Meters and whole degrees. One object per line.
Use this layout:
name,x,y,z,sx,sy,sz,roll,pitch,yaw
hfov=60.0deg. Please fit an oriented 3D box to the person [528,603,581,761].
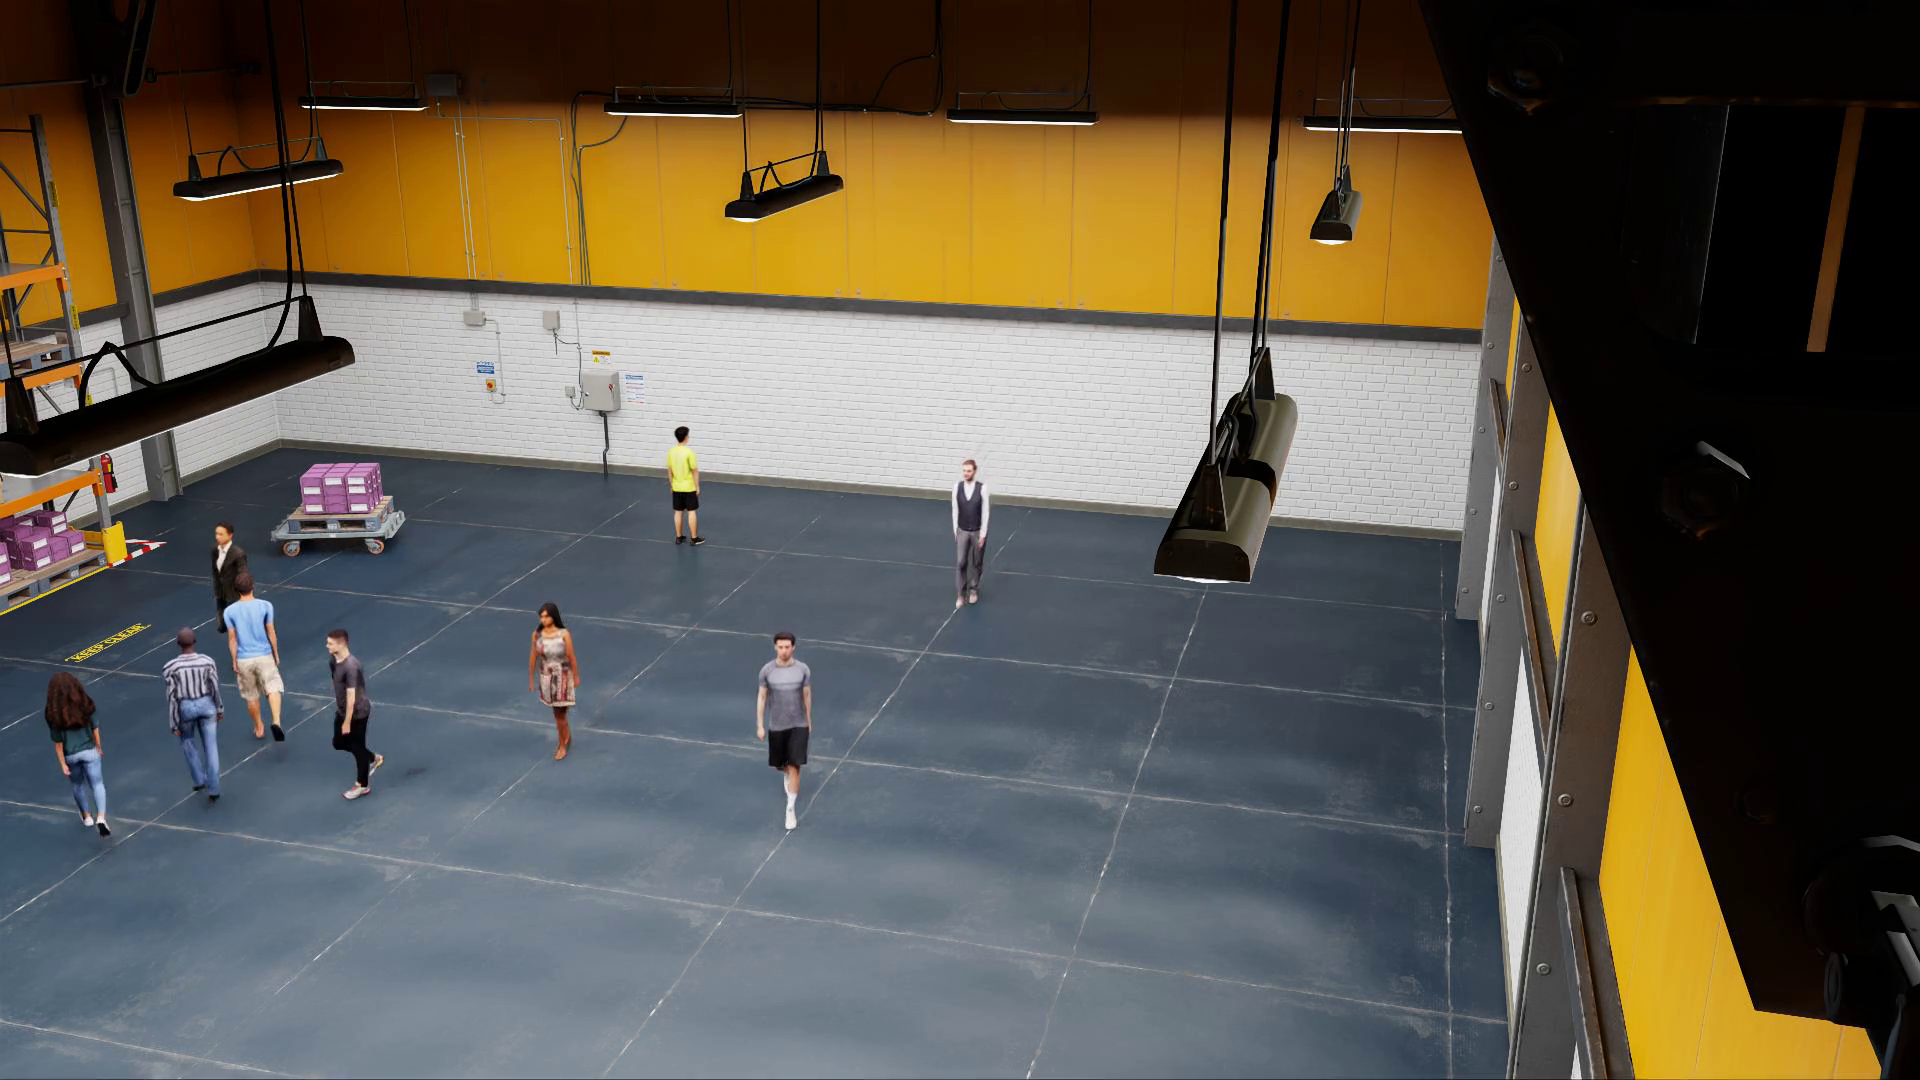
person,-4.140,1.388,17.187,0.695,1.629,0.807,3,19,9

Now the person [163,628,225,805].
person,-7.306,1.724,15.956,0.831,1.778,0.892,-11,22,-30

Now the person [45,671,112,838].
person,-8.132,2.007,15.405,1.007,1.594,1.049,-12,22,-31

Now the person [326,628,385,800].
person,-5.842,1.662,16.185,0.803,1.751,0.882,17,25,42

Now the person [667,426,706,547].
person,-3.891,-0.768,23.468,0.646,1.708,0.577,8,20,21

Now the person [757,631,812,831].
person,-1.640,1.732,15.843,0.900,1.836,1.233,0,19,-1

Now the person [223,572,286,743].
person,-7.300,1.256,17.242,0.985,1.846,1.076,-9,21,-25

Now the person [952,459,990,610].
person,0.177,-0.132,21.253,0.678,1.915,0.831,3,19,10

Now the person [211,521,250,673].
person,-8.338,0.618,19.223,0.772,1.790,0.807,9,21,25
